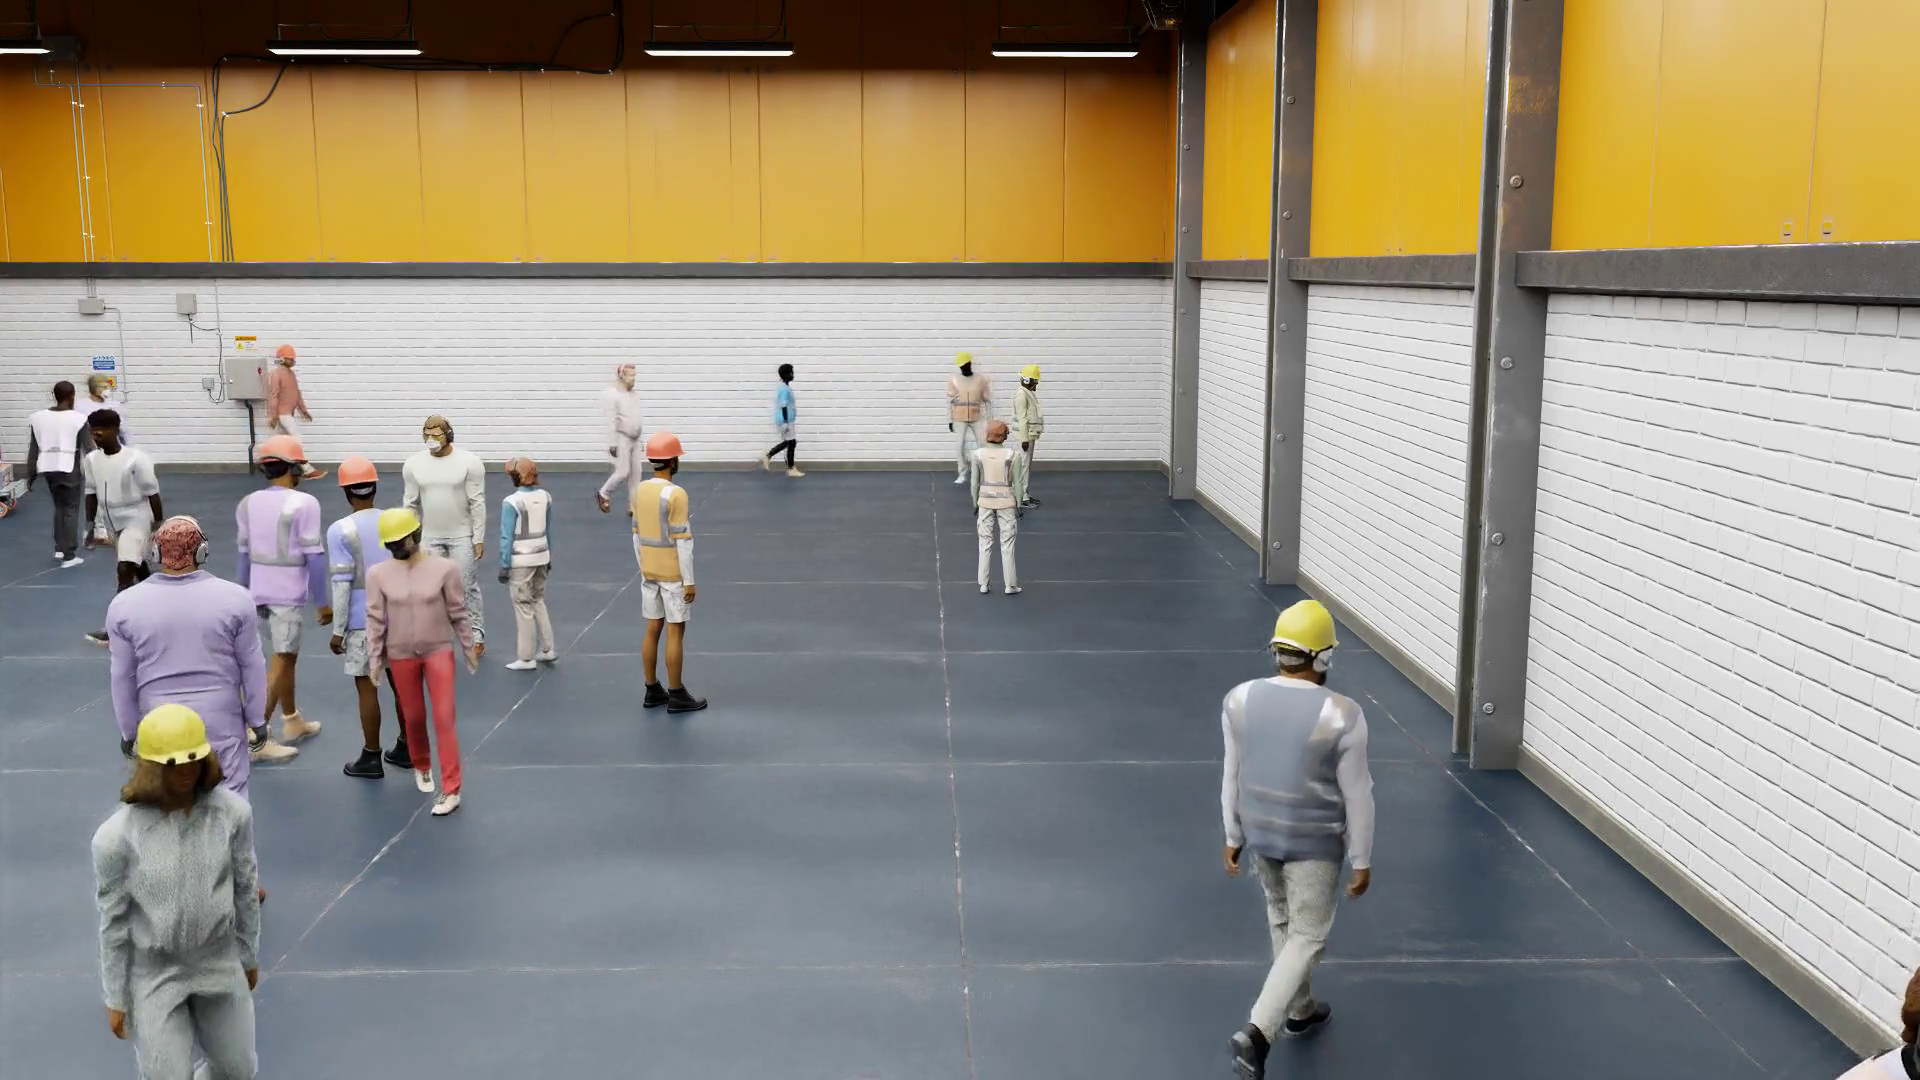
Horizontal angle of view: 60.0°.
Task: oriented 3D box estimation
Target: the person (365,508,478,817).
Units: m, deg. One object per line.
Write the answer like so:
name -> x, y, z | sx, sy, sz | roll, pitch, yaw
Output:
person -> -3.047, 0.655, 9.429 | 0.589, 1.715, 0.735 | -2, 9, -10

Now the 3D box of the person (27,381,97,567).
person -> -9.193, -0.684, 17.079 | 0.677, 1.888, 0.624 | 0, 9, -1

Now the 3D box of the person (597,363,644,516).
person -> -4.097, -1.212, 20.295 | 0.589, 1.892, 0.666 | 5, 10, 27

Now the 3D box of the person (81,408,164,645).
person -> -6.846, -0.115, 13.506 | 0.603, 1.906, 0.986 | 4, 10, 21

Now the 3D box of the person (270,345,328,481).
person -> -9.522, -1.807, 23.789 | 0.963, 1.945, 0.611 | -1, 9, -5

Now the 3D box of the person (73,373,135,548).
person -> -9.129, -0.843, 17.956 | 0.819, 1.915, 0.645 | 3, 10, 16

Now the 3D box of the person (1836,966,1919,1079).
person -> 1.857, 1.644, 3.071 | 0.634, 1.800, 0.911 | -3, 10, -20

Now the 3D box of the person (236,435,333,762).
person -> -4.304, 0.358, 10.405 | 0.628, 2.004, 0.751 | 5, 10, 27

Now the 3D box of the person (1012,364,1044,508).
person -> 0.869, -1.328, 21.231 | 0.403, 1.825, 0.586 | 1, 9, 8

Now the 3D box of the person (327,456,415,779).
person -> -3.531, 0.460, 9.942 | 0.376, 1.931, 0.542 | 7, 11, 35

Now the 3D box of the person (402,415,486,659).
person -> -3.983, -0.015, 12.901 | 0.645, 1.927, 0.391 | 0, 9, 0

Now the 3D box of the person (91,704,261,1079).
person -> -2.457, 1.334, 5.227 | 0.547, 1.730, 0.490 | 9, 13, 43

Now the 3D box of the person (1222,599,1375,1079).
person -> 1.248, 1.124, 6.280 | 0.598, 1.803, 0.810 | 8, 12, 40

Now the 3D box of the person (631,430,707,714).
person -> -2.002, 0.216, 11.399 | 0.550, 1.942, 0.346 | 8, 12, 40

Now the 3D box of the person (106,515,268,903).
person -> -3.557, 0.834, 7.723 | 0.651, 1.907, 0.409 | -3, 10, -20

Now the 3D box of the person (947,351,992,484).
person -> 0.212, -1.720, 23.460 | 0.809, 1.887, 0.382 | -1, 9, -4

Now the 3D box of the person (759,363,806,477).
person -> -2.589, -1.736, 24.165 | 0.606, 1.674, 0.538 | -1, 9, -7

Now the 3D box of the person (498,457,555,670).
person -> -3.281, 0.183, 12.569 | 0.347, 1.634, 0.521 | 4, 10, 24

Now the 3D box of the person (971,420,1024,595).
person -> 0.349, -0.298, 15.485 | 0.511, 1.640, 0.308 | 3, 10, 17
